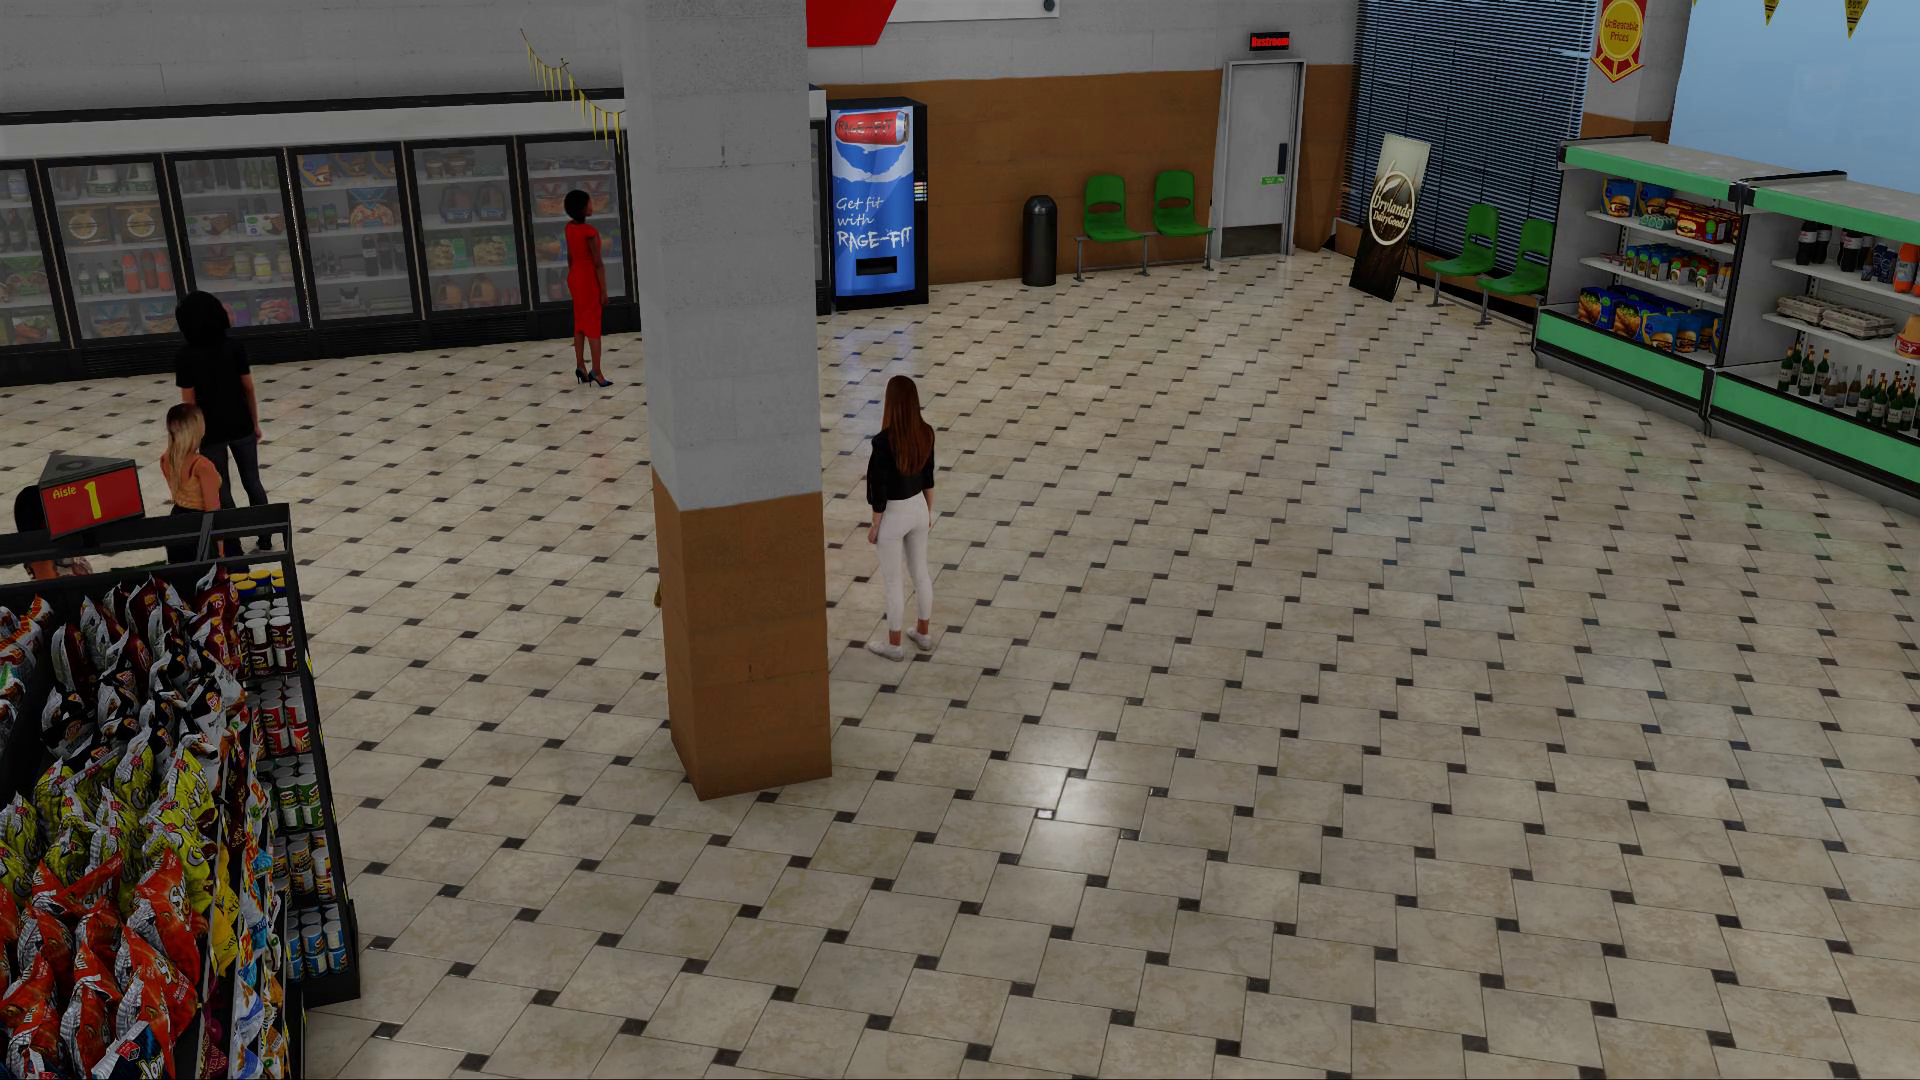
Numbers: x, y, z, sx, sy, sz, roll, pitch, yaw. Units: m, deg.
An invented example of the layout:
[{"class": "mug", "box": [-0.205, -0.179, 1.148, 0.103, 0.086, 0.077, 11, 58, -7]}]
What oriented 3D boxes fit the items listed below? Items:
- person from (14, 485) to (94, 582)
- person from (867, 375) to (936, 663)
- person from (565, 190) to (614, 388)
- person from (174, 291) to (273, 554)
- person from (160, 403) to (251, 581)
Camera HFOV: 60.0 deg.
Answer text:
[{"class": "person", "box": [-4.348, 0.510, 8.115, 0.719, 1.645, 0.477, -9, 24, -22]}, {"class": "person", "box": [-0.330, -0.131, 9.632, 0.652, 1.704, 0.624, -17, 27, -36]}, {"class": "person", "box": [-3.337, -2.236, 14.819, 0.599, 1.743, 0.711, 18, 28, 37]}, {"class": "person", "box": [-4.866, -0.749, 10.992, 0.703, 1.837, 0.658, -18, 28, -37]}, {"class": "person", "box": [-4.306, 0.077, 9.291, 1.105, 1.572, 1.195, 8, 23, 19]}]
